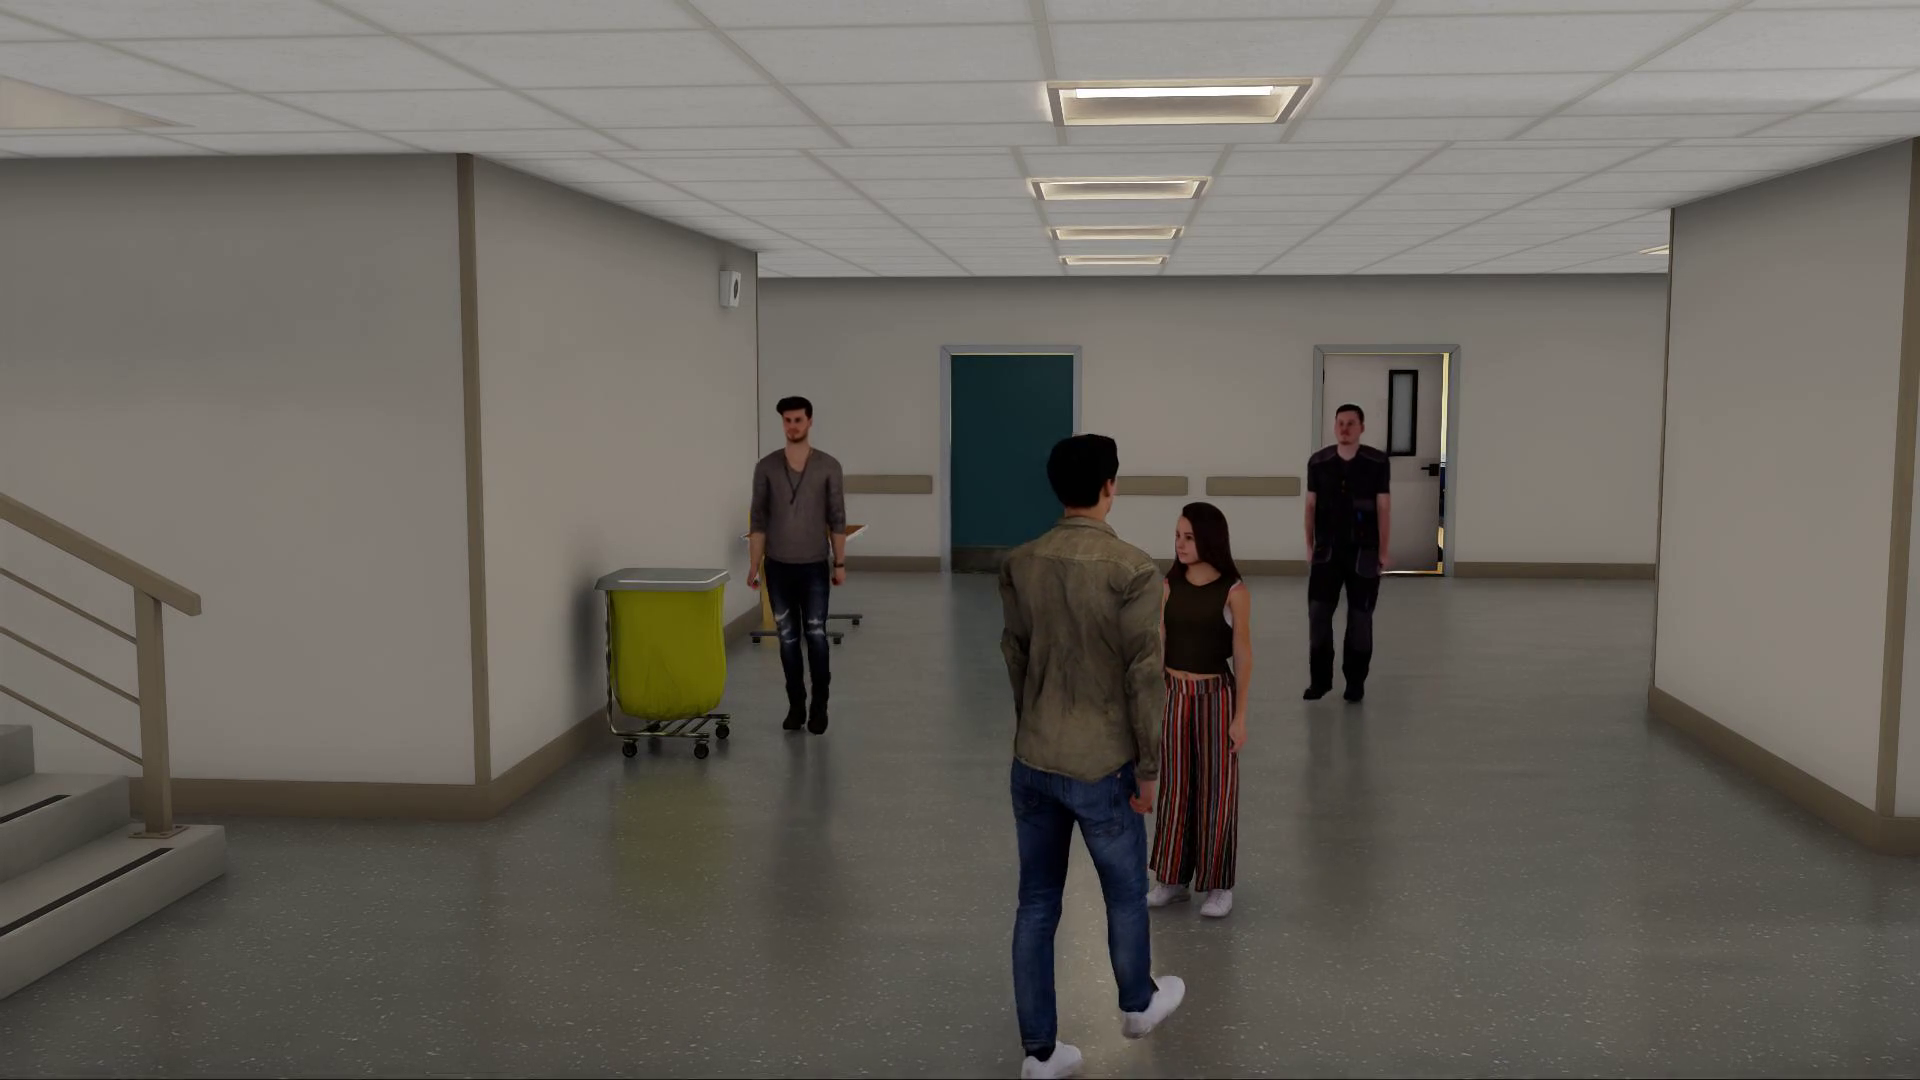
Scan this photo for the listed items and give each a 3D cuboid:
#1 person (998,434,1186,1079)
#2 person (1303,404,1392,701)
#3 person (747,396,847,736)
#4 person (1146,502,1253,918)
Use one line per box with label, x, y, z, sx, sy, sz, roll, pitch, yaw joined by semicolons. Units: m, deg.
person;0.273;0.648;4.646;1.087;1.836;1.052;3;7;30
person;2.428;0.078;10.339;0.780;1.830;0.887;2;6;23
person;-0.913;0.137;9.466;0.568;1.888;0.729;1;6;6
person;0.901;0.625;6.253;0.582;1.560;0.695;3;7;31
